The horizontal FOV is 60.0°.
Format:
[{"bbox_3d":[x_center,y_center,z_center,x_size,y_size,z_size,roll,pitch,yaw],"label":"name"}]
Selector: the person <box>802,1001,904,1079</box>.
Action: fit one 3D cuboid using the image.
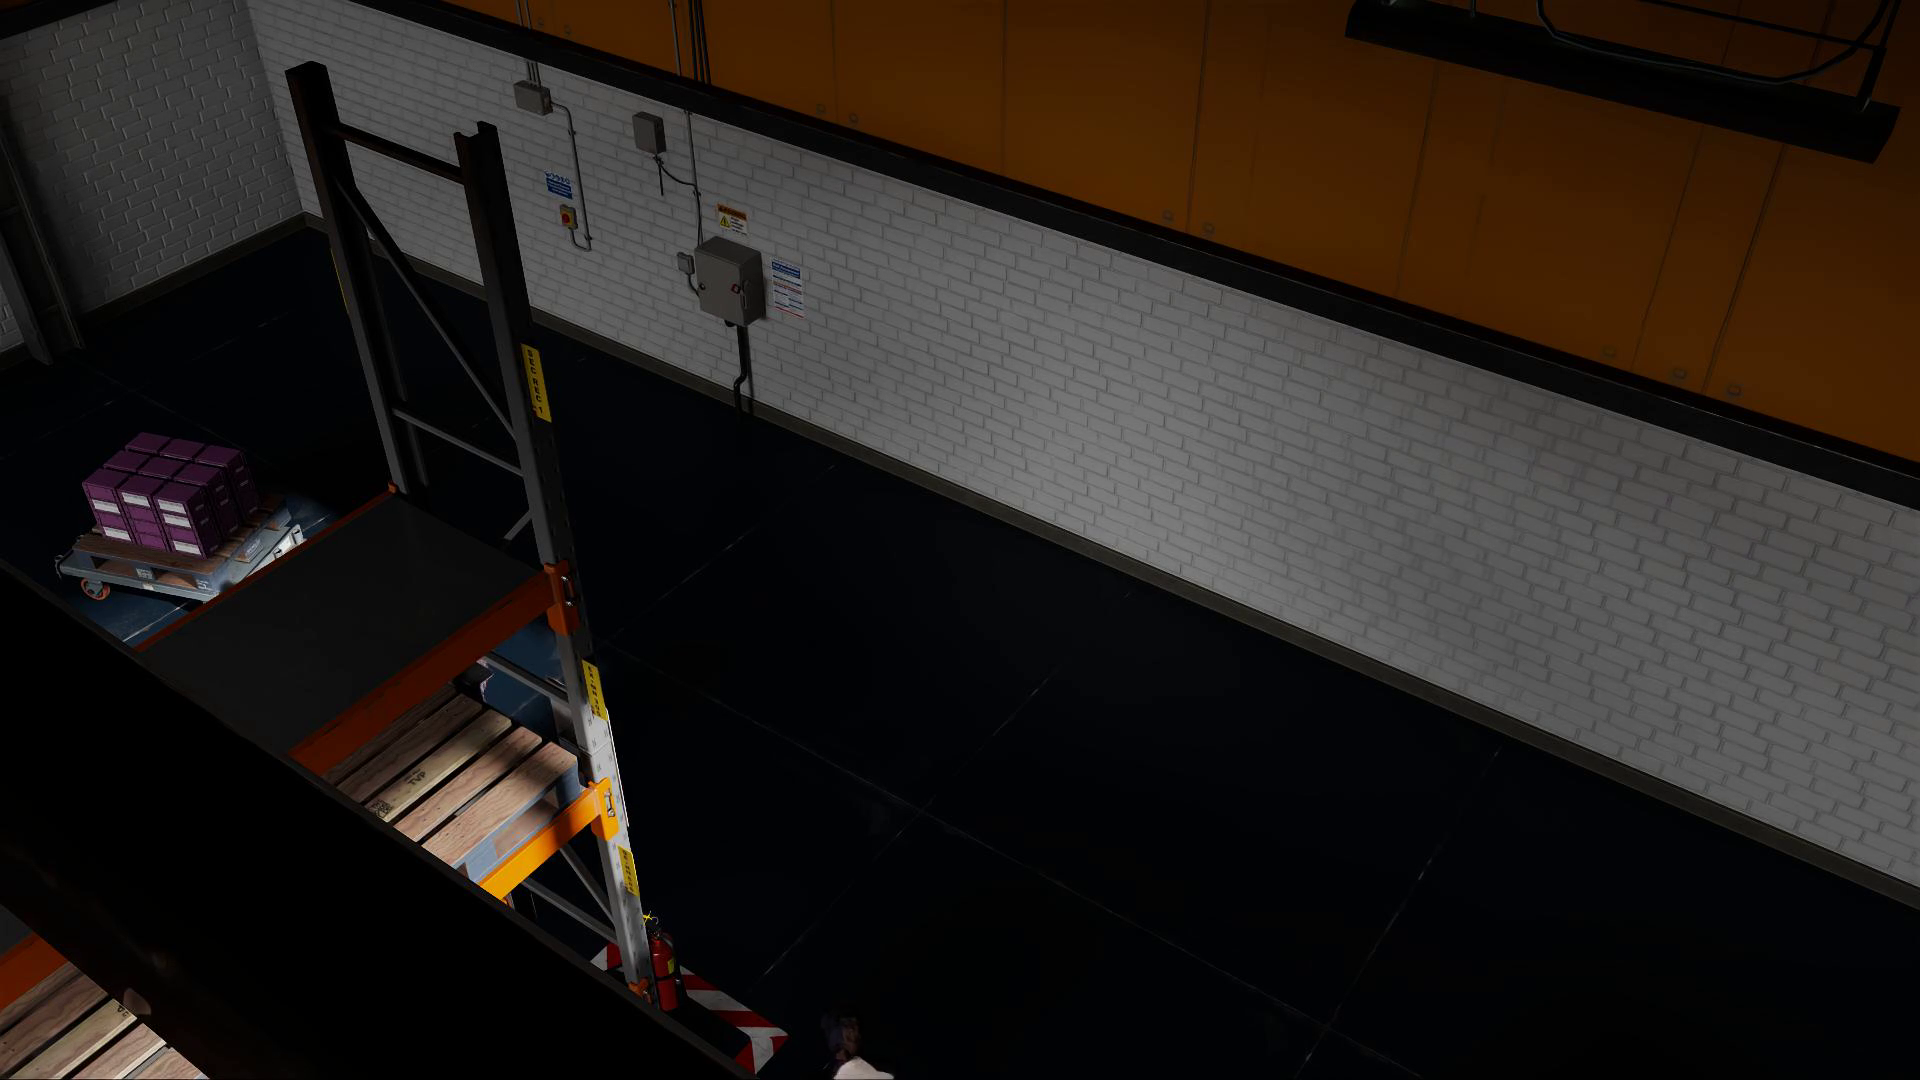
[{"bbox_3d":[-0.462,3.100,8.202,1.260,1.834,1.242,-11,40,-13],"label":"person"}]
